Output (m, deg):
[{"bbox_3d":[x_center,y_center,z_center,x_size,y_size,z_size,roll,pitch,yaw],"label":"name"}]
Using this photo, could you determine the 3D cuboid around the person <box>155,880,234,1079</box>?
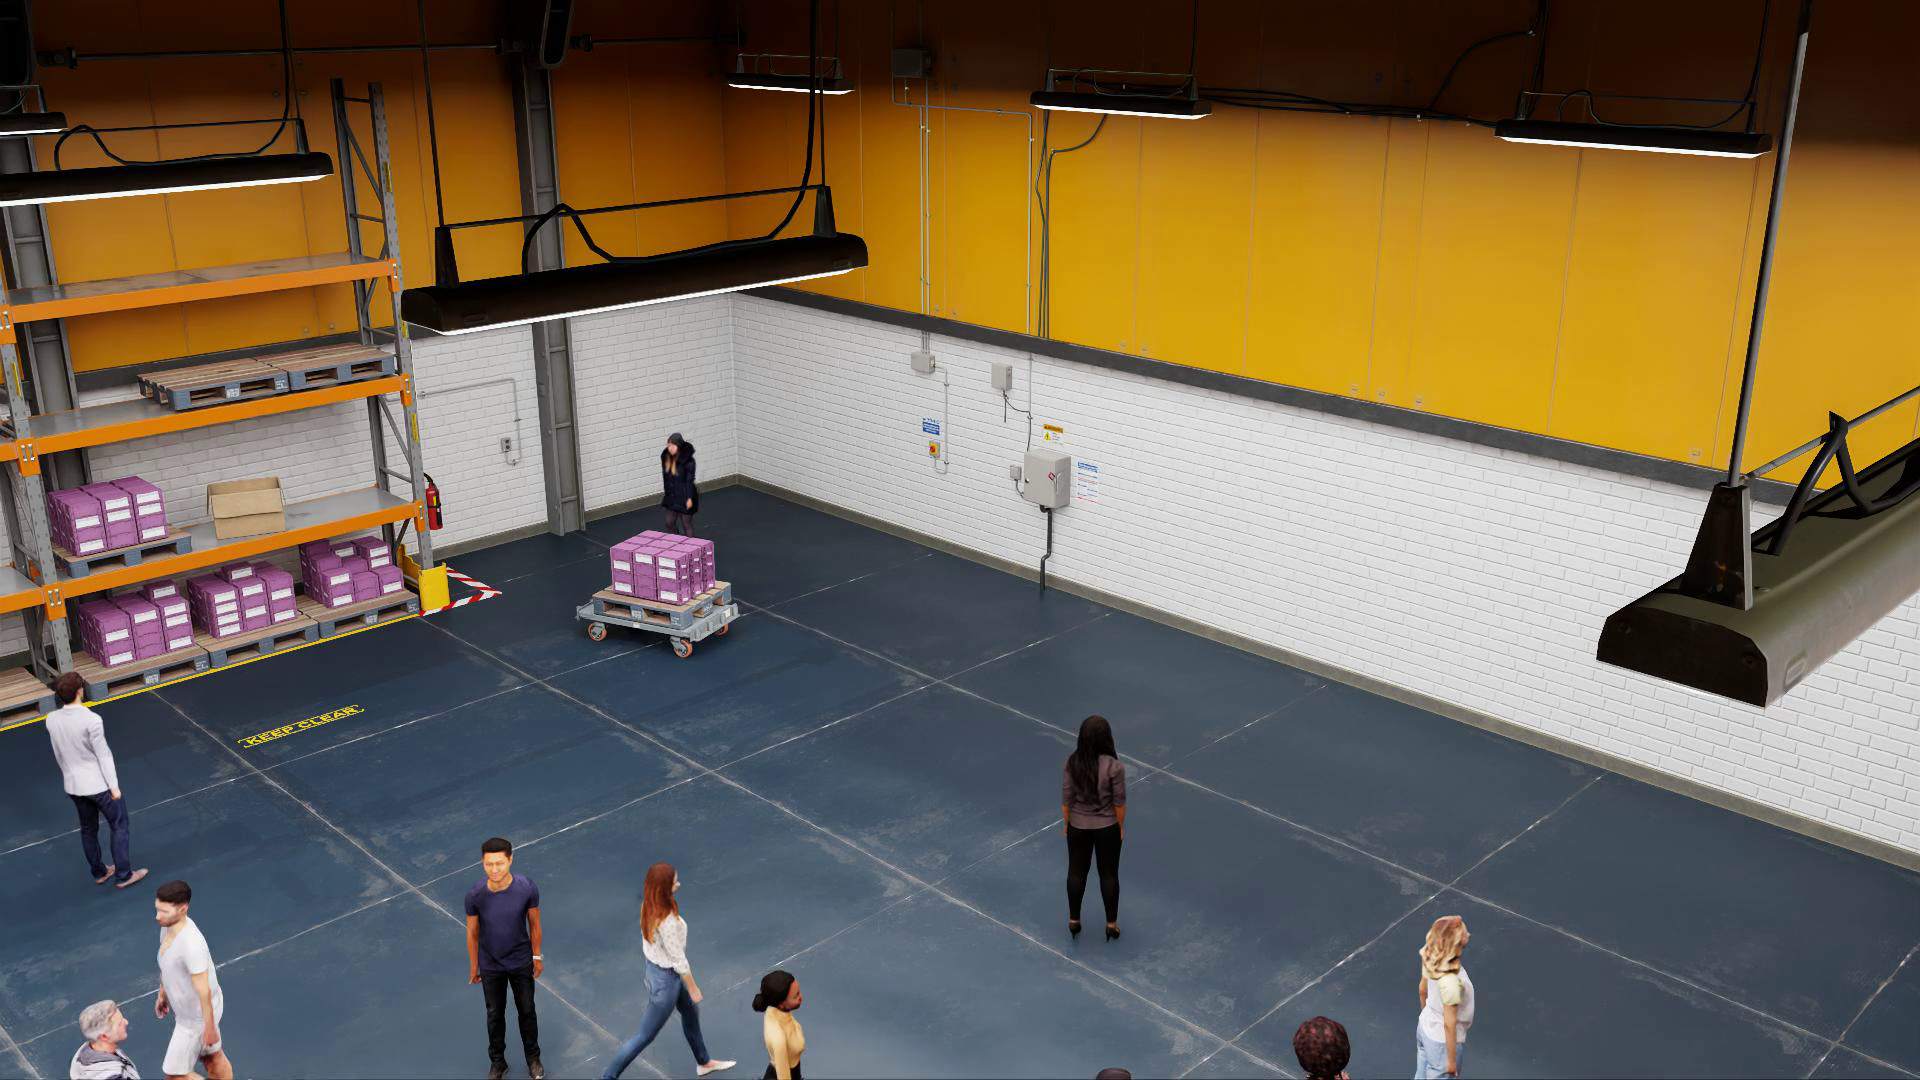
[{"bbox_3d":[-4.711,2.925,10.473,0.744,1.833,0.791,-10,21,-27],"label":"person"}]

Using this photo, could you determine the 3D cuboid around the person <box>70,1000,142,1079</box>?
[{"bbox_3d":[-4.719,3.387,9.138,0.700,1.810,0.747,-12,22,-32],"label":"person"}]

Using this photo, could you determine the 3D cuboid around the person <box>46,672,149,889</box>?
[{"bbox_3d":[-7.016,1.958,13.324,0.840,1.846,0.849,5,19,14],"label":"person"}]

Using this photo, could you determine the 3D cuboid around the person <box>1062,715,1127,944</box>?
[{"bbox_3d":[1.014,2.201,12.613,0.741,1.840,0.752,5,19,16],"label":"person"}]

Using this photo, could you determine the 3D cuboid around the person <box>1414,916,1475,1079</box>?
[{"bbox_3d":[2.938,3.071,10.211,0.747,1.723,0.710,-2,19,-6],"label":"person"}]

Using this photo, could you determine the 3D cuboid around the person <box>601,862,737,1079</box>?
[{"bbox_3d":[-2.009,2.900,10.781,1.252,1.683,0.905,-8,20,-22],"label":"person"}]

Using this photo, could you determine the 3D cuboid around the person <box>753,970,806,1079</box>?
[{"bbox_3d":[-1.109,3.257,9.783,0.795,1.644,0.739,-1,19,-4],"label":"person"}]

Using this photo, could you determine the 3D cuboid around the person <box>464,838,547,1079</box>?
[{"bbox_3d":[-3.001,2.765,11.010,0.654,1.793,0.779,-5,19,-13],"label":"person"}]

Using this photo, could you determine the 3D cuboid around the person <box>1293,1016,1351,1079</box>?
[{"bbox_3d":[1.957,3.442,9.026,0.663,1.776,0.743,-7,20,-19],"label":"person"}]

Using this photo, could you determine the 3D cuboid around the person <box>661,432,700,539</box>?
[{"bbox_3d":[-3.494,-0.574,21.124,0.758,1.666,0.764,8,20,23],"label":"person"}]
